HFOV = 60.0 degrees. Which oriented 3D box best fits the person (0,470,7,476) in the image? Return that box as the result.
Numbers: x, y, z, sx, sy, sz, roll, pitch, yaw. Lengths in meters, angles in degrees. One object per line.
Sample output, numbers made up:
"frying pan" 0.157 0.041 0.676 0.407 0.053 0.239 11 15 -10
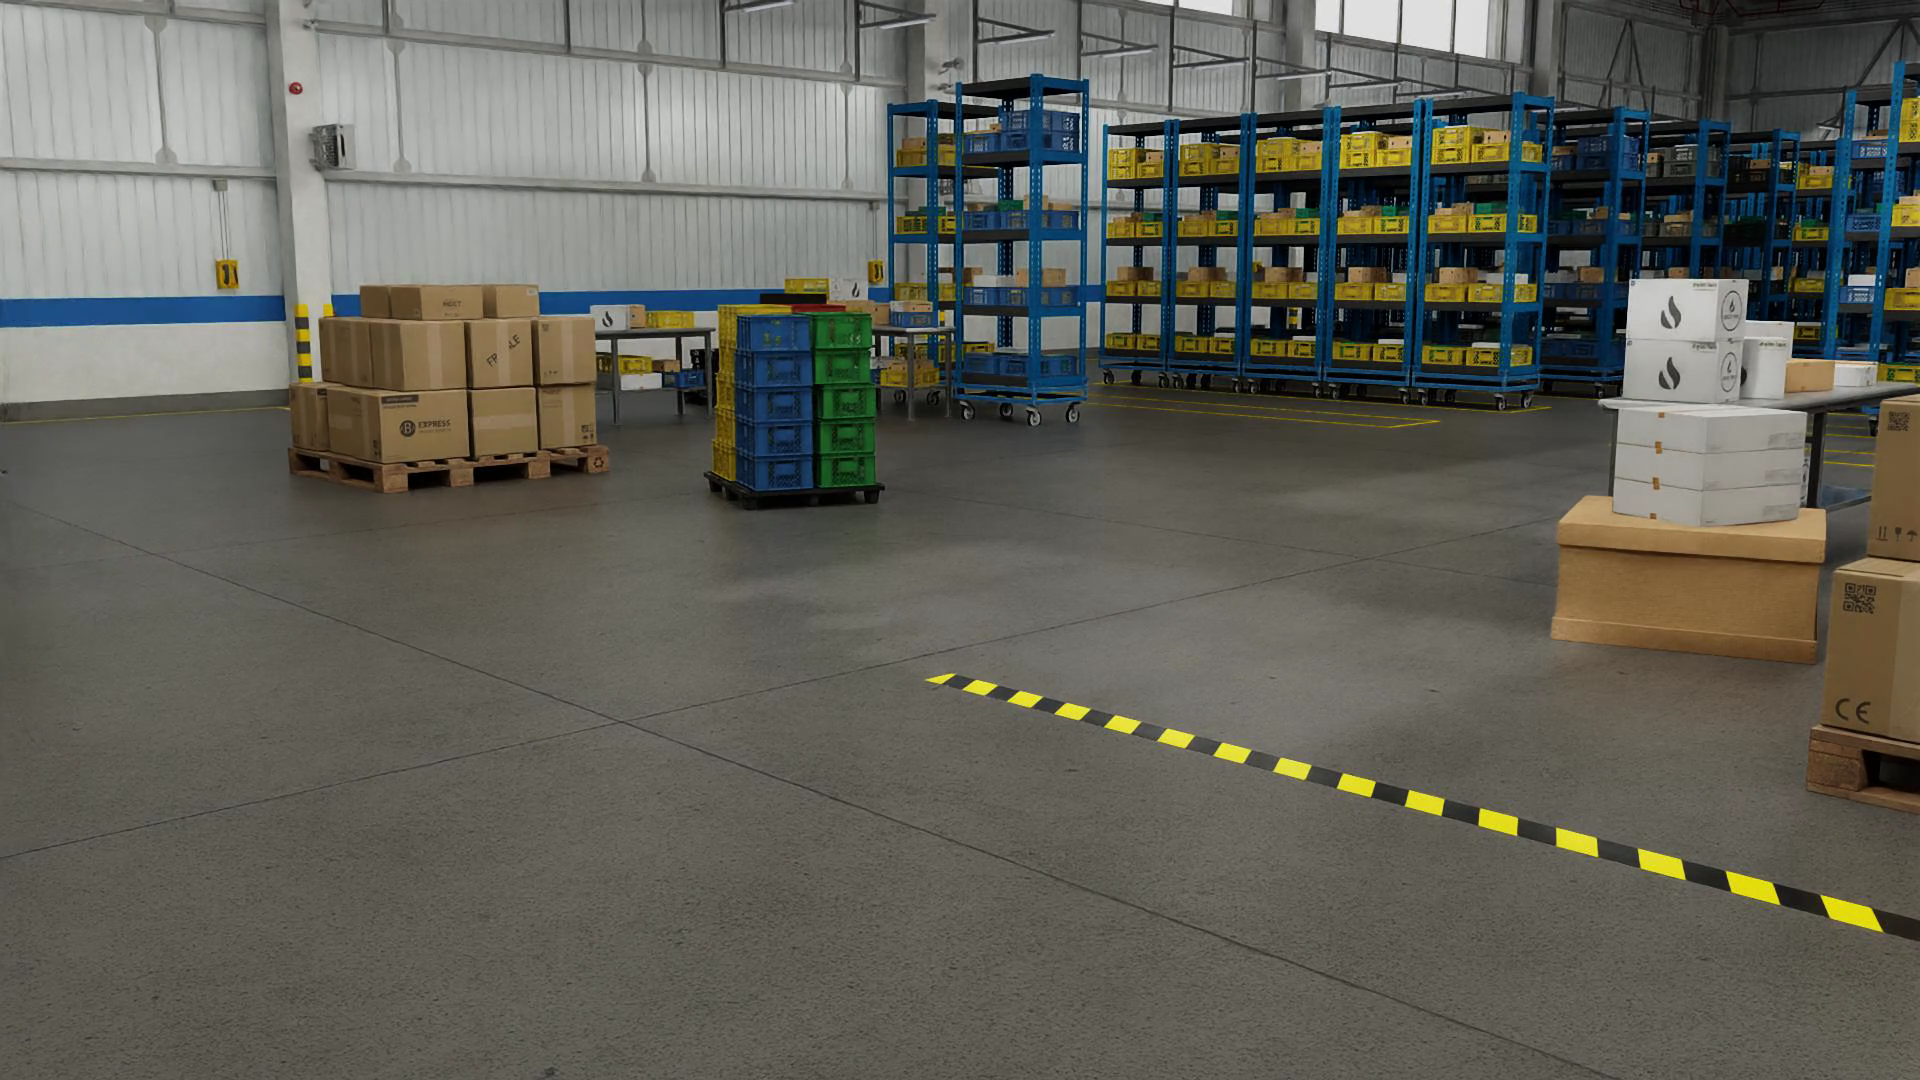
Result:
"person" -7.944 -1.362 13.224 0.469 1.735 0.590 -4 10 -23
